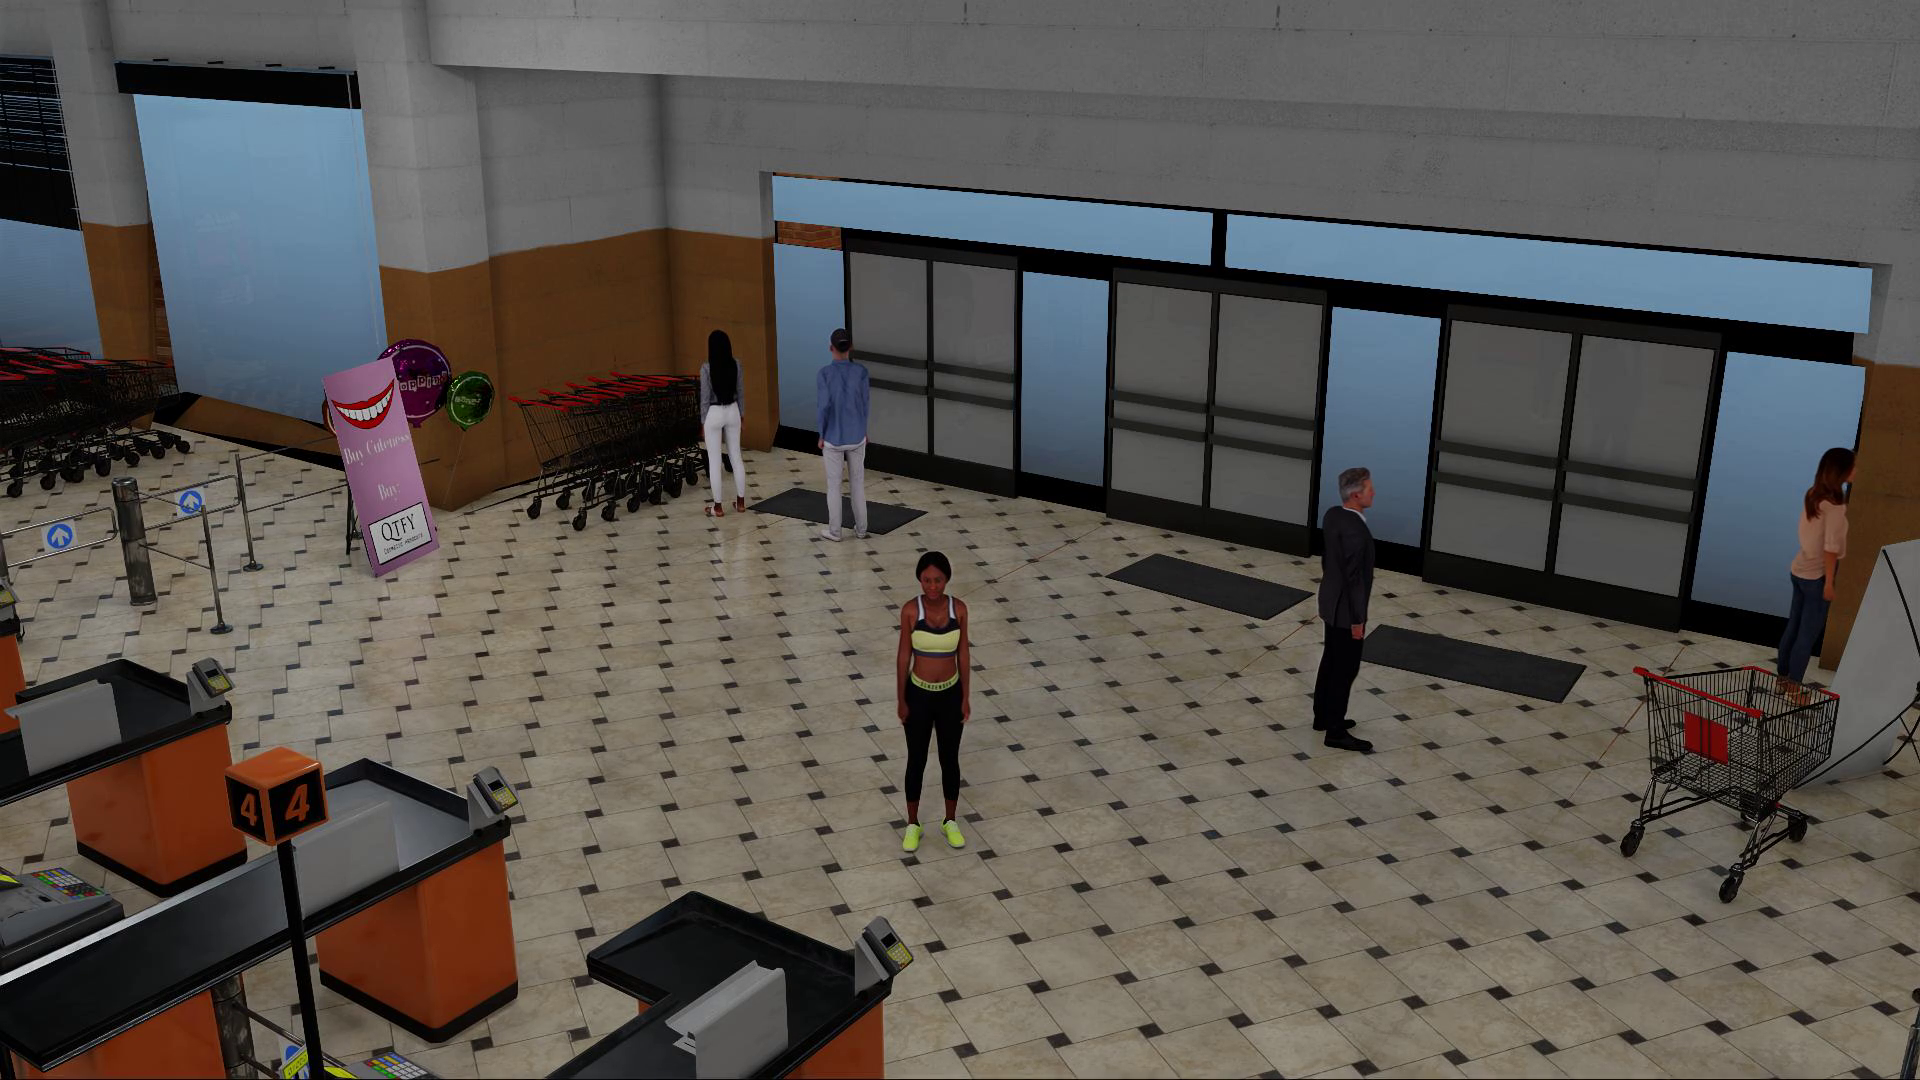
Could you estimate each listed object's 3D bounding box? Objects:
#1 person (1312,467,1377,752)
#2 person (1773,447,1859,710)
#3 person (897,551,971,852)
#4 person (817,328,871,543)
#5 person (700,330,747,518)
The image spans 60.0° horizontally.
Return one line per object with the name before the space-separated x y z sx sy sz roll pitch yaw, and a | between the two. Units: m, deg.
person | 2.462 0.411 10.596 0.868 1.841 0.777 -1 19 -4
person | 5.736 0.239 11.185 0.727 1.792 0.613 2 19 6
person | -0.148 0.891 9.309 0.641 1.755 0.697 -3 19 -8
person | -1.012 -0.913 14.451 0.688 1.888 0.800 -8 20 -23
person | -2.171 -1.077 15.191 0.584 1.725 0.728 -12 22 -31
